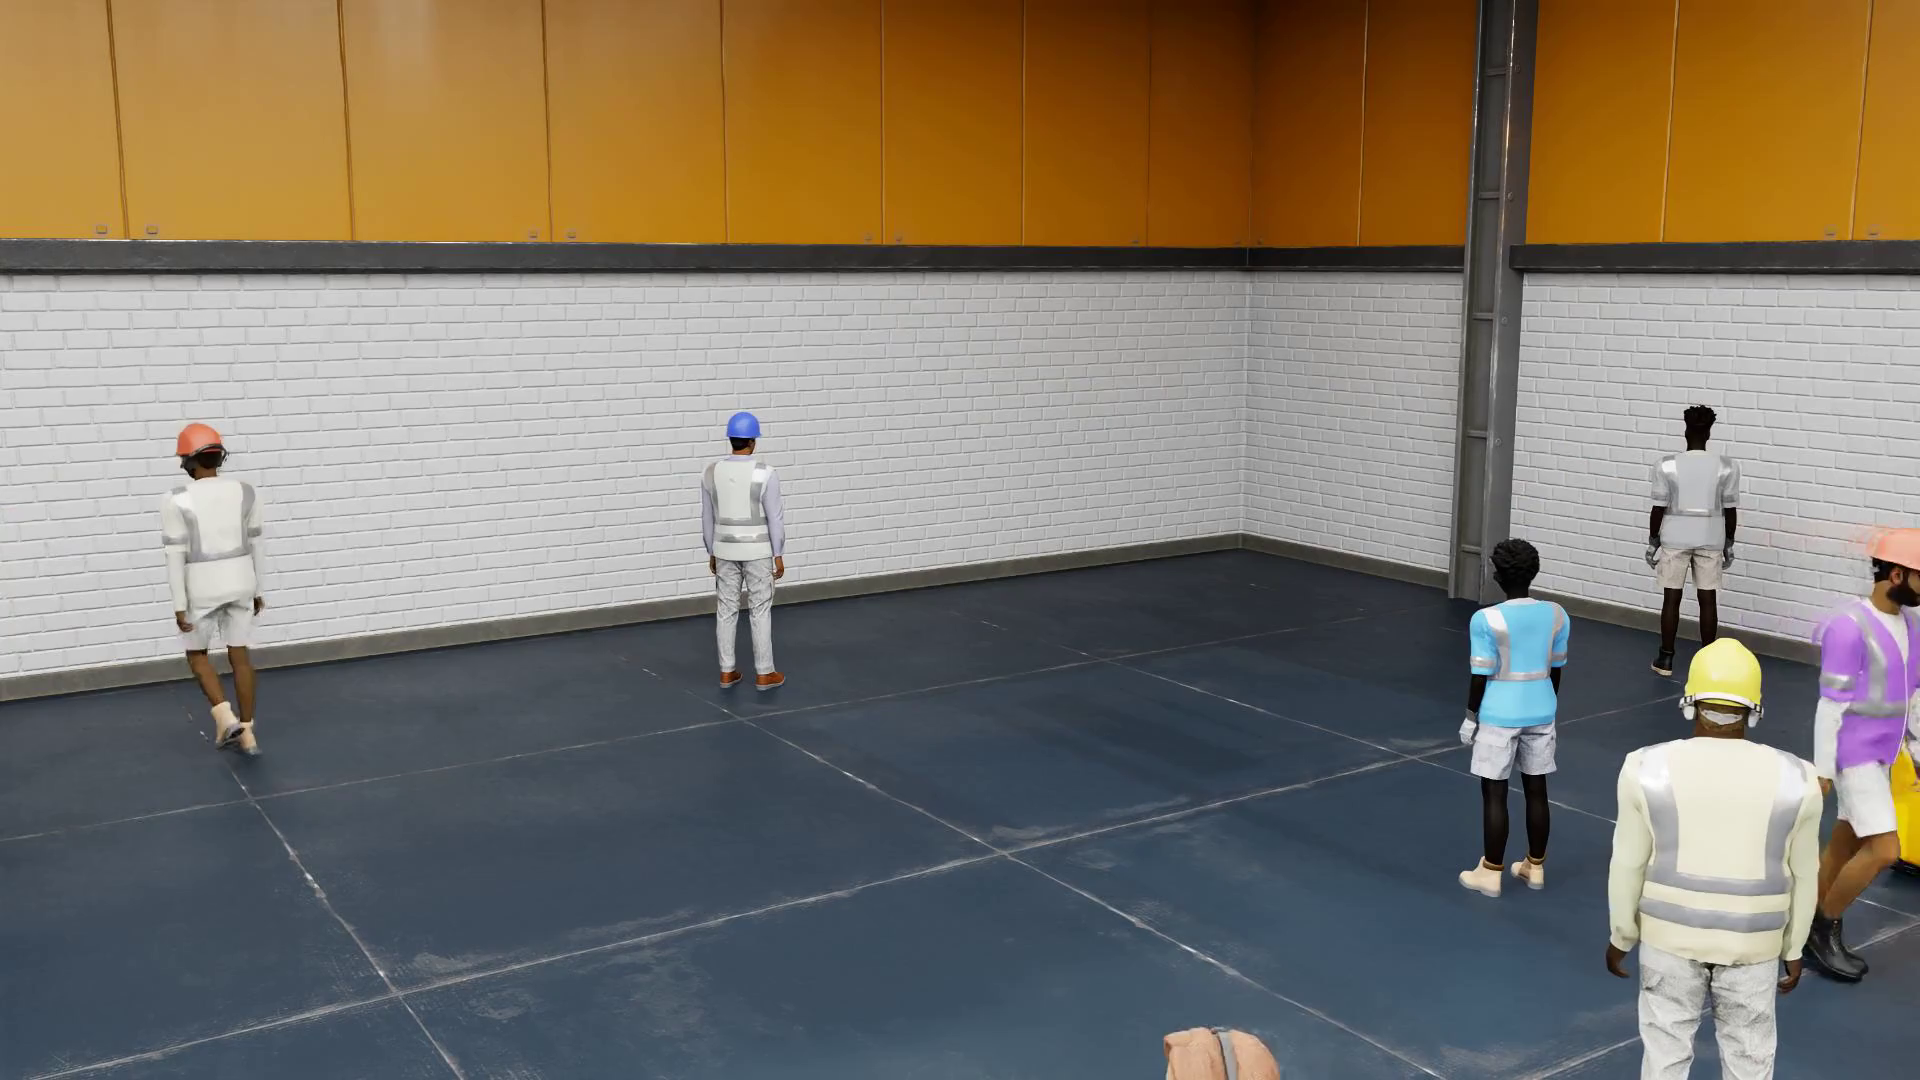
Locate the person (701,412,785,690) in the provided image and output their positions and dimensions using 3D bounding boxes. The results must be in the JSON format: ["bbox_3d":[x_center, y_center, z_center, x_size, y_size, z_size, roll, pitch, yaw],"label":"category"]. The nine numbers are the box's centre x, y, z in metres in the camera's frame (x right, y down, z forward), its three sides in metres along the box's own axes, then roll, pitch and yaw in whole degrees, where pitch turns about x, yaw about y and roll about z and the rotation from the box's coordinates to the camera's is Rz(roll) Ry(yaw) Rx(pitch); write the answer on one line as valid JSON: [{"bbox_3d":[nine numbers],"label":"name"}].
[{"bbox_3d":[-1.502,0.081,11.598,0.605,1.948,0.388,3,10,16],"label":"person"}]

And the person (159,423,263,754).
[{"bbox_3d":[-4.472,0.308,10.008,0.605,2.028,0.486,-9,13,-42],"label":"person"}]

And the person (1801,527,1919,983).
[{"bbox_3d":[3.763,0.885,6.894,0.551,1.902,0.508,-7,12,-37],"label":"person"}]

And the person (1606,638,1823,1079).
[{"bbox_3d":[2.311,1.208,5.149,0.590,1.835,0.404,3,10,17],"label":"person"}]

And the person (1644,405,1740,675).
[{"bbox_3d":[5.258,0.011,11.964,0.603,1.967,0.366,3,10,16],"label":"person"}]

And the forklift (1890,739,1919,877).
[{"bbox_3d":[5.511,0.571,7.906,2.313,2.155,1.214,-6,11,-33],"label":"forklift"}]

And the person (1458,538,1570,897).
[{"bbox_3d":[2.596,0.835,7.825,0.532,1.692,0.320,-3,10,-18],"label":"person"}]

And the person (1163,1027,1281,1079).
[{"bbox_3d":[0.543,1.663,3.112,0.846,1.605,0.533,0,9,3],"label":"person"}]
